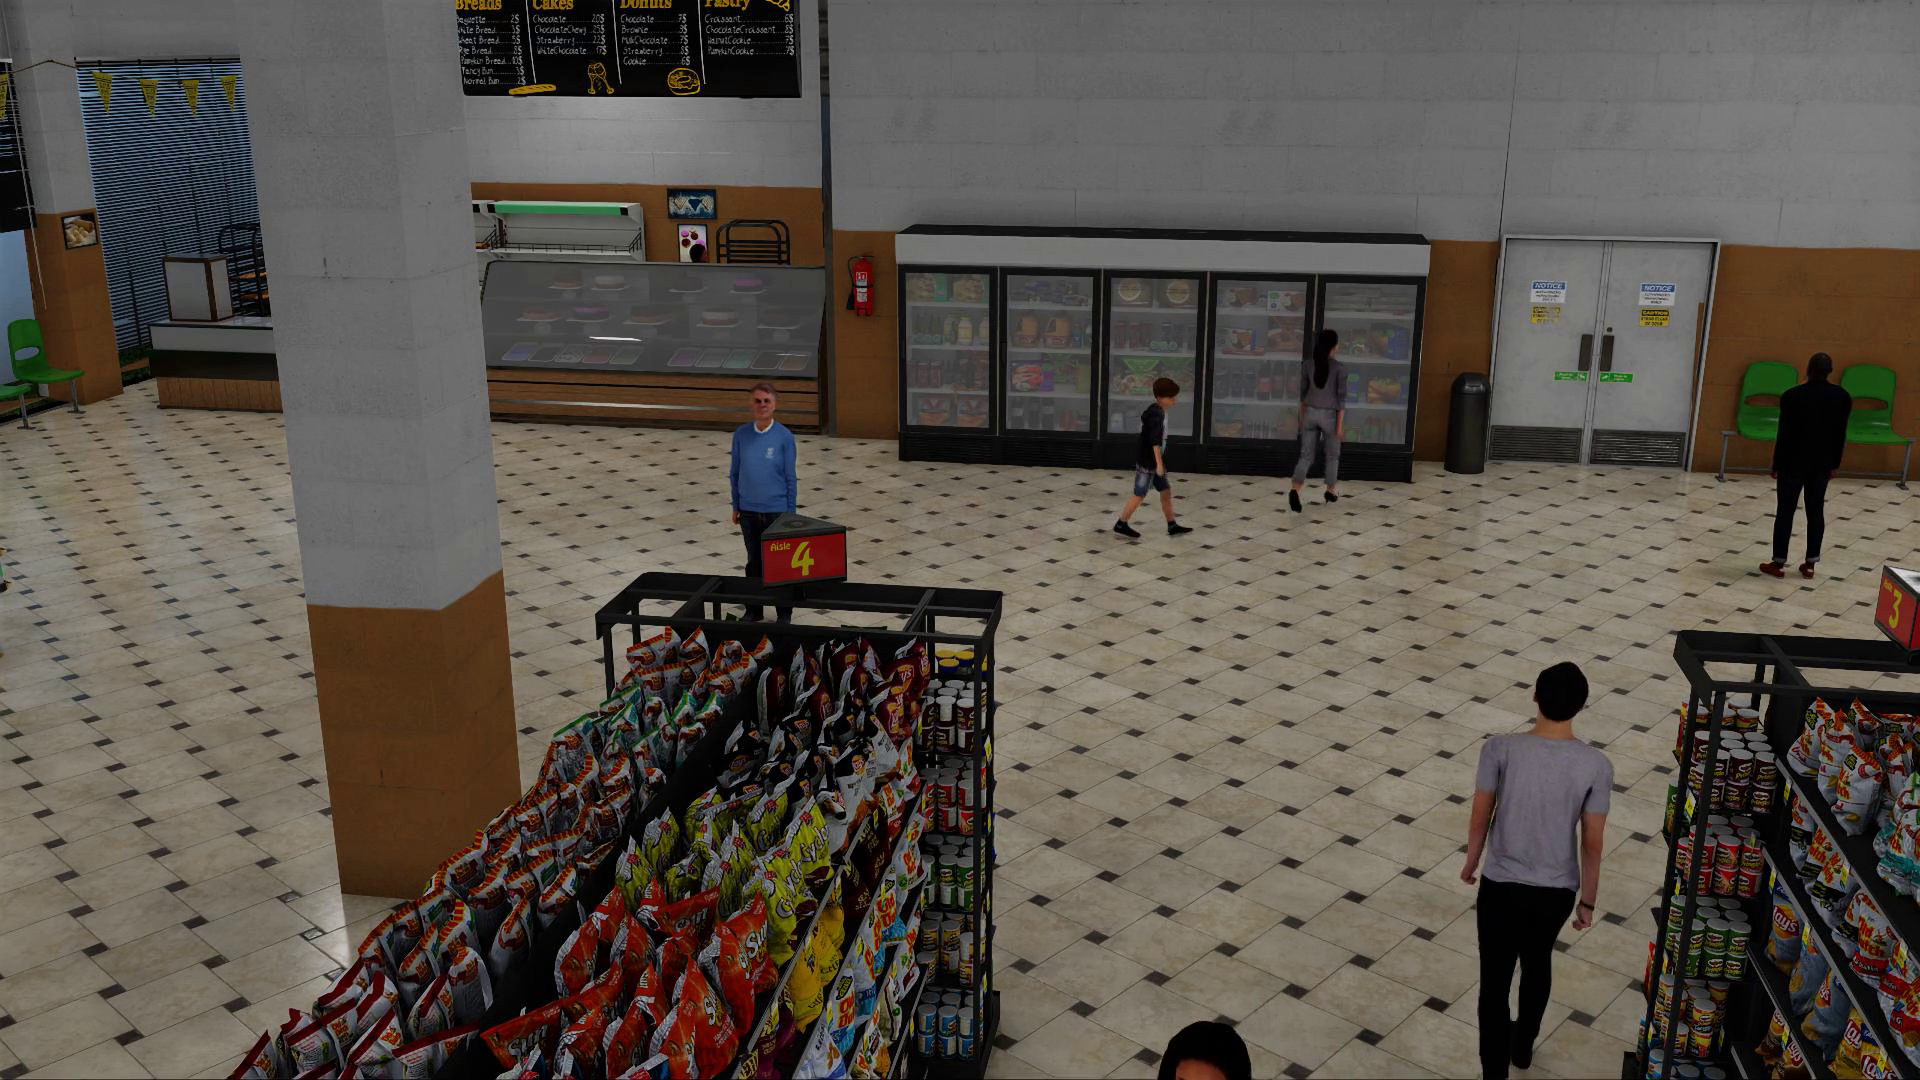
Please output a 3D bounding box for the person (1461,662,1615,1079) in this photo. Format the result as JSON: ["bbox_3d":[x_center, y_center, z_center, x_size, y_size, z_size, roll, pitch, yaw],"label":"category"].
[{"bbox_3d":[2.229,1.412,6.549,0.704,1.836,1.135,4,17,12],"label":"person"}]

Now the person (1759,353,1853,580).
[{"bbox_3d":[6.695,-0.587,13.164,0.713,1.818,0.625,1,17,4],"label":"person"}]

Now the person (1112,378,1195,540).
[{"bbox_3d":[1.564,-0.677,14.155,0.676,1.414,0.882,3,17,11],"label":"person"}]

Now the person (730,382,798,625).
[{"bbox_3d":[-1.412,-0.262,12.083,0.661,1.823,0.575,4,17,13],"label":"person"}]

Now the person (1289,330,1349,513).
[{"bbox_3d":[3.196,-1.026,14.912,0.939,1.642,1.167,12,21,35],"label":"person"}]
